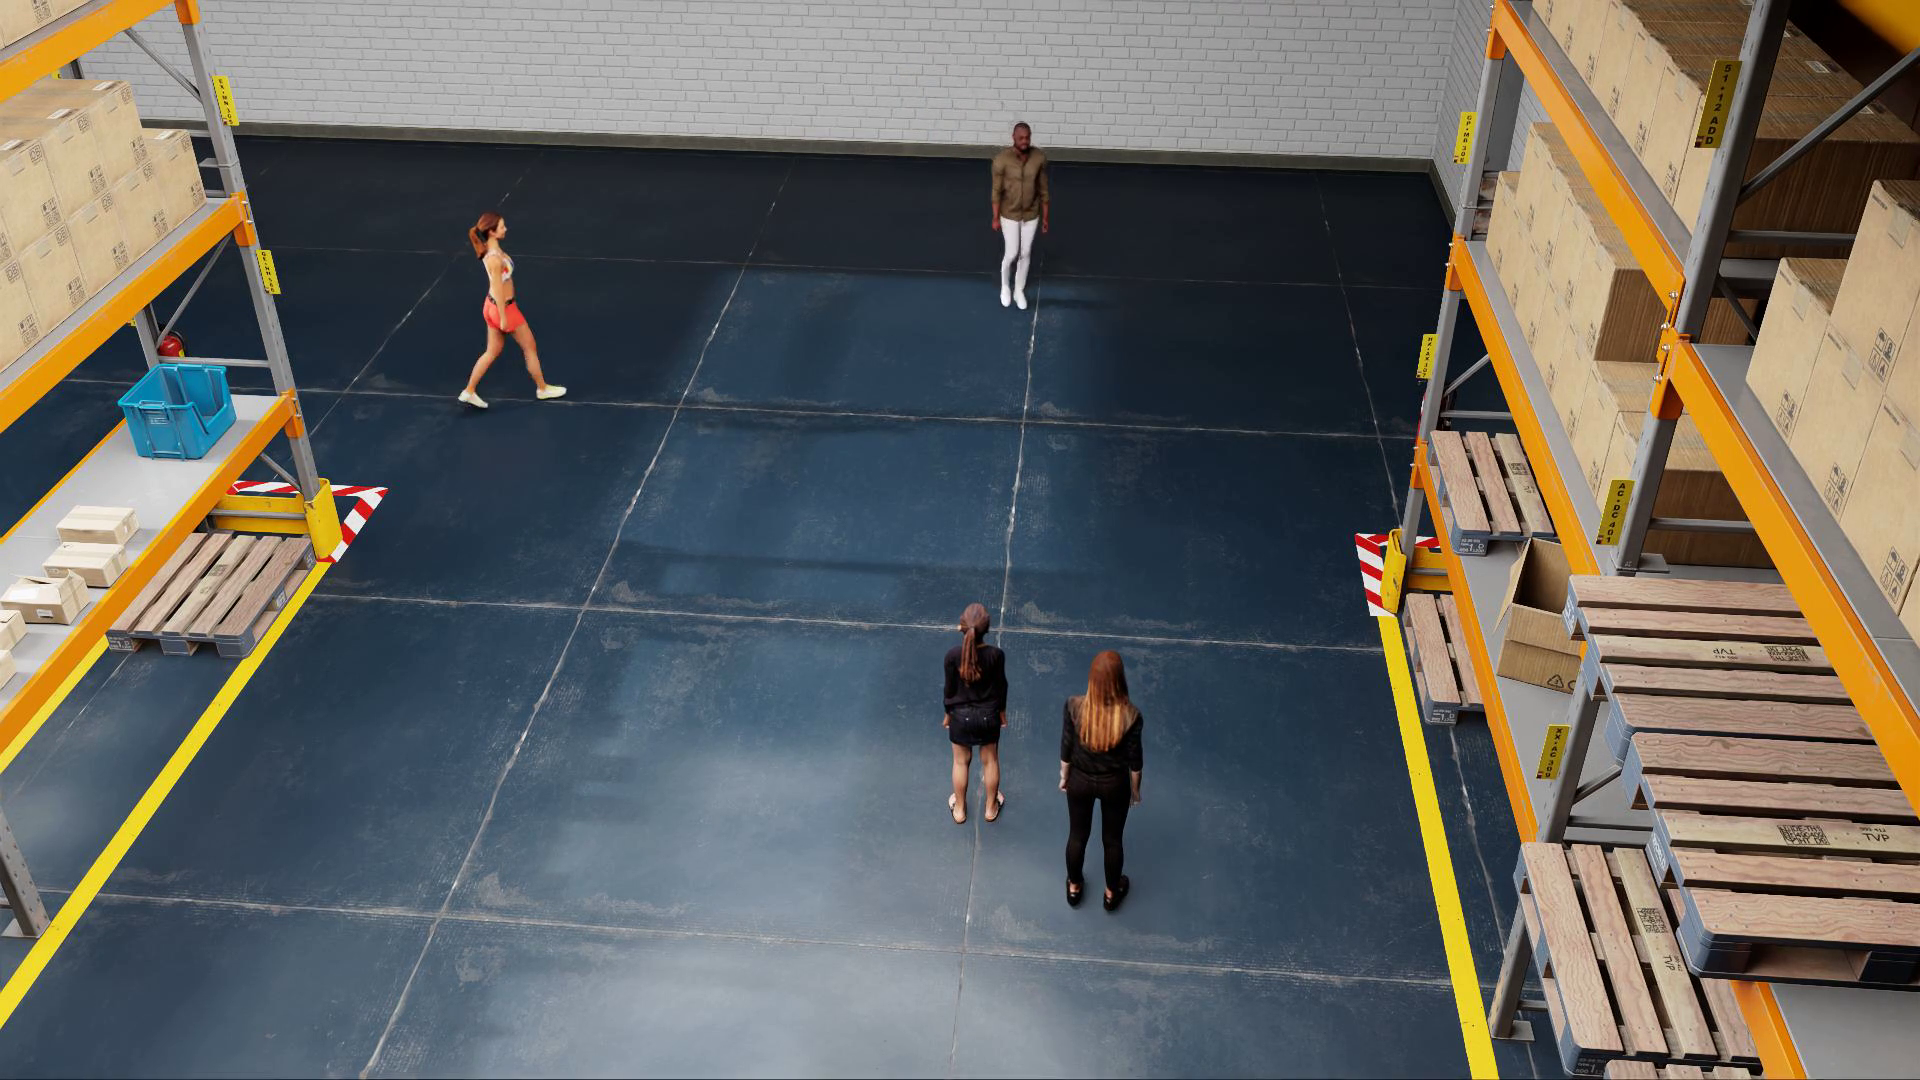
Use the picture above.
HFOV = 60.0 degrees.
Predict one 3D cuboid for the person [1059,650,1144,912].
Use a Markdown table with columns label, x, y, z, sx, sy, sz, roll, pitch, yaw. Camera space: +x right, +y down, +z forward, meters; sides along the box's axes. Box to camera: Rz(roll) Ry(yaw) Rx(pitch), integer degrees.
| label | x | y | z | sx | sy | sz | roll | pitch | yaw |
| --- | --- | --- | --- | --- | --- | --- | --- | --- | --- |
| person | 0.759 | 1.334 | 9.154 | 0.646 | 1.710 | 0.584 | 8 | 34 | 12 |

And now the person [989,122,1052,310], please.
| label | x | y | z | sx | sy | sz | roll | pitch | yaw |
| --- | --- | --- | --- | --- | --- | --- | --- | --- | --- |
| person | 0.544 | -3.099 | 15.729 | 0.812 | 1.814 | 0.779 | -9 | 35 | -13 |

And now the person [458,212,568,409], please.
| label | x | y | z | sx | sy | sz | roll | pitch | yaw |
| --- | --- | --- | --- | --- | --- | --- | --- | --- | --- |
| person | -3.931 | -1.886 | 13.956 | 1.067 | 1.756 | 1.141 | -17 | 37 | -24 |

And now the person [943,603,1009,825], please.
| label | x | y | z | sx | sy | sz | roll | pitch | yaw |
| --- | --- | --- | --- | --- | --- | --- | --- | --- | --- |
| person | 0.087 | 1.016 | 9.771 | 0.560 | 1.556 | 0.573 | -1 | 34 | -2 |
